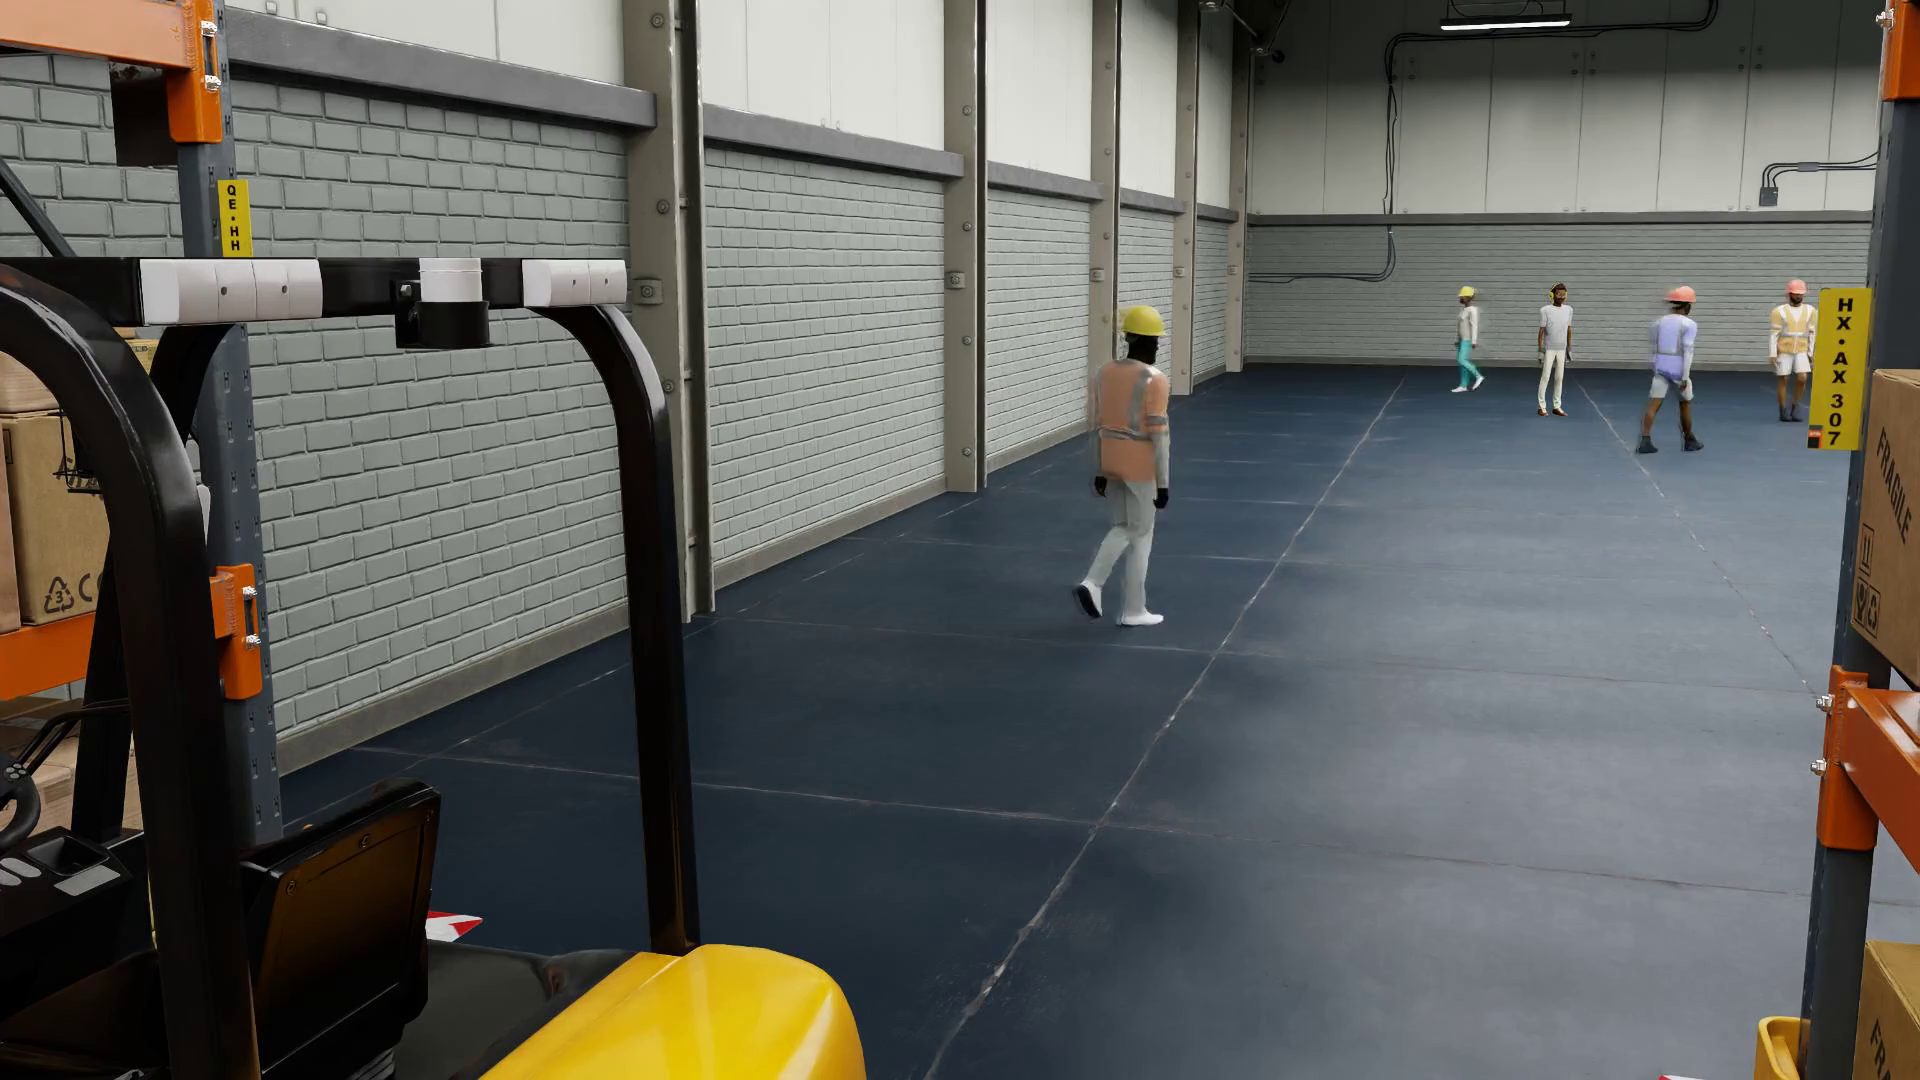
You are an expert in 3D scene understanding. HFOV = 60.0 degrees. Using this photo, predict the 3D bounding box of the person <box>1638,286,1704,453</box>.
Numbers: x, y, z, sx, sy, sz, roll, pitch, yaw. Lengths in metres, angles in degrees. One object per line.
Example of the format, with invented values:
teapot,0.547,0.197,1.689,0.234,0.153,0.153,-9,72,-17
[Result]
person,8.088,-1.921,18.850,0.992,1.888,0.557,-6,11,-32

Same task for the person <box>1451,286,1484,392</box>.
person,8.380,-3.307,27.497,0.431,1.754,0.530,0,10,-2

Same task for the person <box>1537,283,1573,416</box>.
person,8.351,-2.661,23.334,0.515,1.865,0.313,-2,10,-12

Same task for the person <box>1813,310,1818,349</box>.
person,14.773,-3.378,28.313,0.516,1.607,0.629,1,10,8

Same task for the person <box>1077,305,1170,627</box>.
person,0.995,-0.420,9.810,0.495,1.912,0.603,-7,12,-37

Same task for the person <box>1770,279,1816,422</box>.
person,11.214,-2.531,22.367,0.580,1.917,0.607,2,10,11
